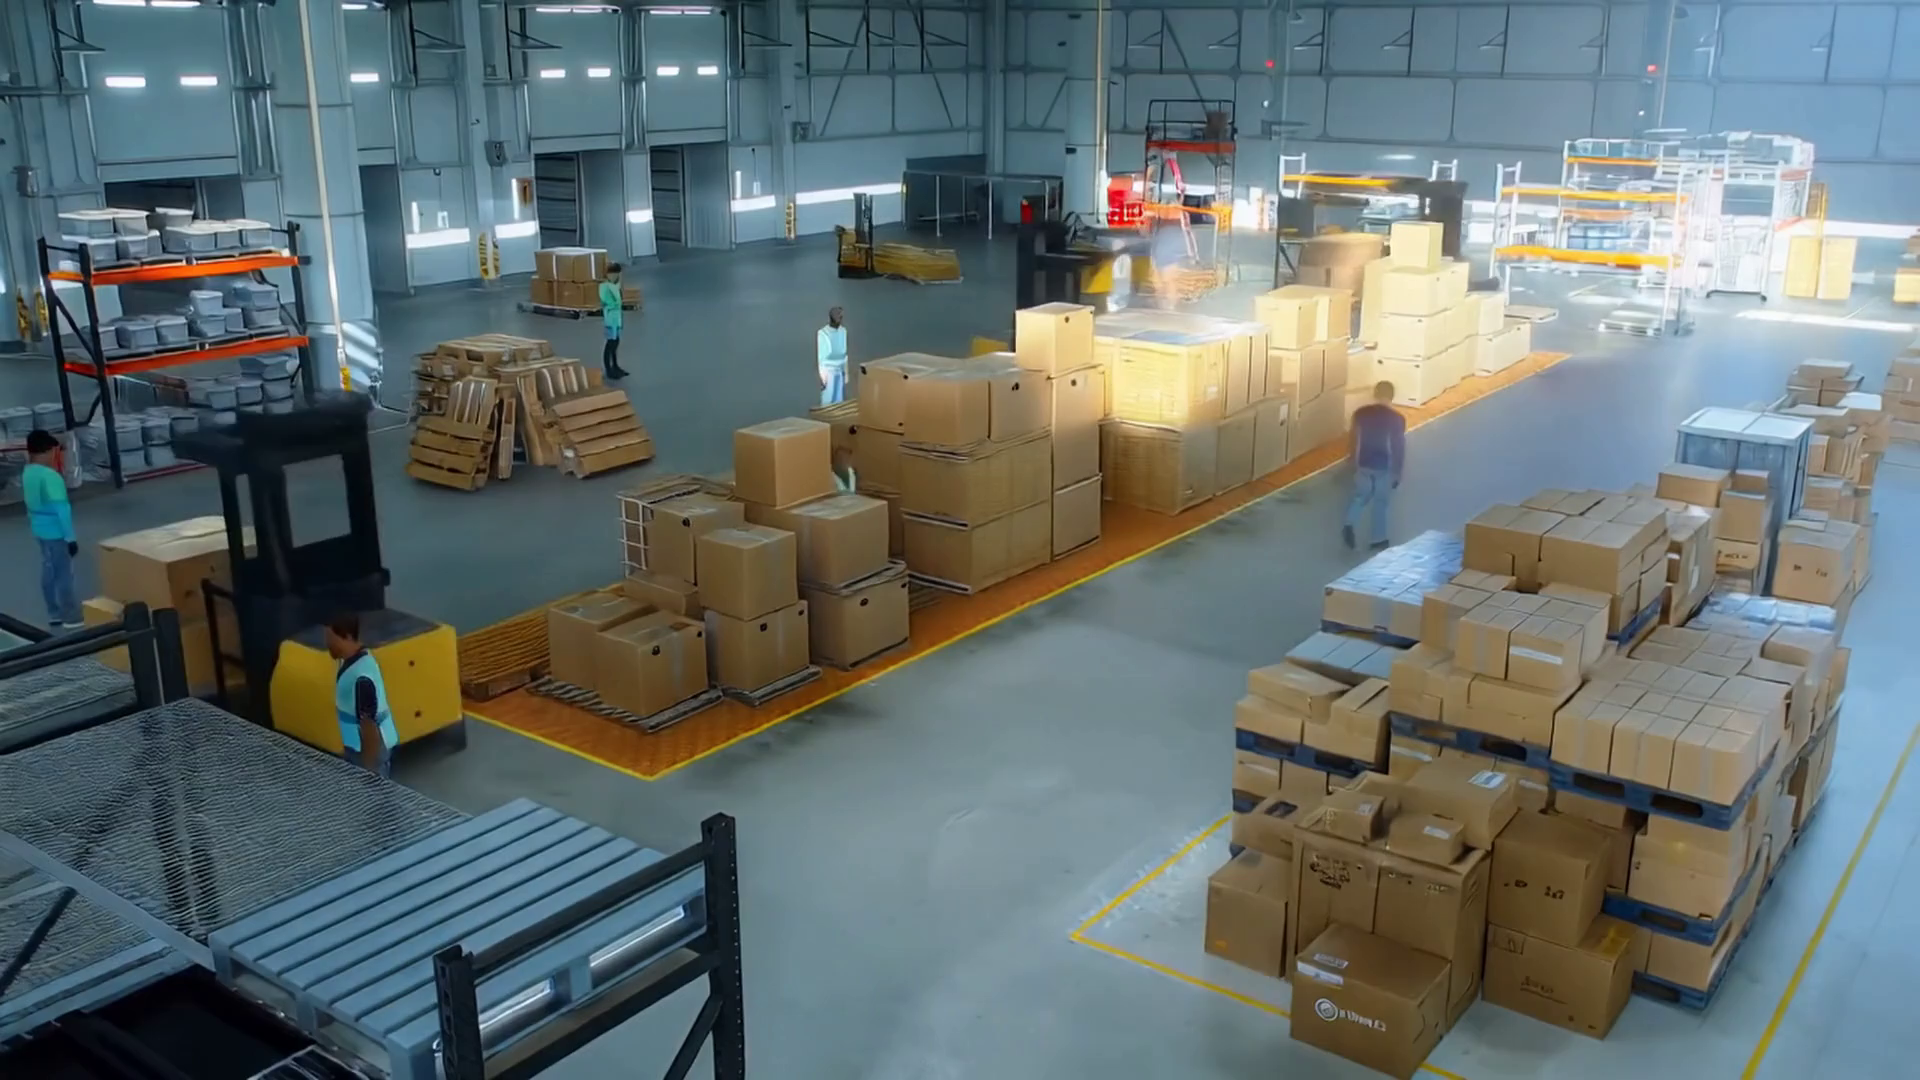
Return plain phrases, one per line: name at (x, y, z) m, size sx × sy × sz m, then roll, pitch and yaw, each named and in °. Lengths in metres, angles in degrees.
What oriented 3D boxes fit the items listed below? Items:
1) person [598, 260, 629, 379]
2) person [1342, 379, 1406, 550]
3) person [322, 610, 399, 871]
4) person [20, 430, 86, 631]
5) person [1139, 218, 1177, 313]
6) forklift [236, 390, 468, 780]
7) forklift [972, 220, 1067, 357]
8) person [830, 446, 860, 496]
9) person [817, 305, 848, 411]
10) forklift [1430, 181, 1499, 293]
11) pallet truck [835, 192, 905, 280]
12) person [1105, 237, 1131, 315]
person at (-5.700, -3.633, 27.408) m, size 0.361 × 1.939 × 0.543 m, roll 5°, pitch 17°, yaw 15°
person at (4.483, -0.788, 18.022) m, size 0.666 × 1.920 × 0.643 m, roll -16°, pitch 23°, yaw -42°
person at (-3.917, 1.355, 10.948) m, size 0.406 × 1.910 × 0.590 m, roll -9°, pitch 19°, yaw -28°
person at (-8.546, -0.091, 15.693) m, size 0.594 × 1.930 × 0.353 m, roll 10°, pitch 20°, yaw 30°
person at (4.134, -5.651, 34.171) m, size 0.656 × 1.893 × 0.984 m, roll -12°, pitch 21°, yaw -35°
forklift at (-4.883, 0.292, 12.806) m, size 1.873 × 2.768 × 1.129 m, roll 12°, pitch 21°, yaw 35°
forklift at (1.182, -3.333, 24.812) m, size 1.873 × 2.768 × 1.129 m, roll 12°, pitch 21°, yaw 35°
person at (-1.192, -0.168, 16.516) m, size 0.851 × 1.596 × 0.530 m, roll 11°, pitch 20°, yaw 33°
person at (-1.764, -2.339, 23.239) m, size 0.351 × 1.878 × 0.569 m, roll 13°, pitch 21°, yaw 36°
forklift at (9.159, -5.330, 31.424) m, size 1.873 × 2.768 × 1.129 m, roll 12°, pitch 21°, yaw 35°
pallet truck at (-1.936, -7.159, 38.982) m, size 1.885 × 1.965 × 0.823 m, roll -12°, pitch 21°, yaw -34°
person at (2.869, -4.667, 30.911) m, size 0.949 × 1.895 × 0.549 m, roll -8°, pitch 19°, yaw -26°
